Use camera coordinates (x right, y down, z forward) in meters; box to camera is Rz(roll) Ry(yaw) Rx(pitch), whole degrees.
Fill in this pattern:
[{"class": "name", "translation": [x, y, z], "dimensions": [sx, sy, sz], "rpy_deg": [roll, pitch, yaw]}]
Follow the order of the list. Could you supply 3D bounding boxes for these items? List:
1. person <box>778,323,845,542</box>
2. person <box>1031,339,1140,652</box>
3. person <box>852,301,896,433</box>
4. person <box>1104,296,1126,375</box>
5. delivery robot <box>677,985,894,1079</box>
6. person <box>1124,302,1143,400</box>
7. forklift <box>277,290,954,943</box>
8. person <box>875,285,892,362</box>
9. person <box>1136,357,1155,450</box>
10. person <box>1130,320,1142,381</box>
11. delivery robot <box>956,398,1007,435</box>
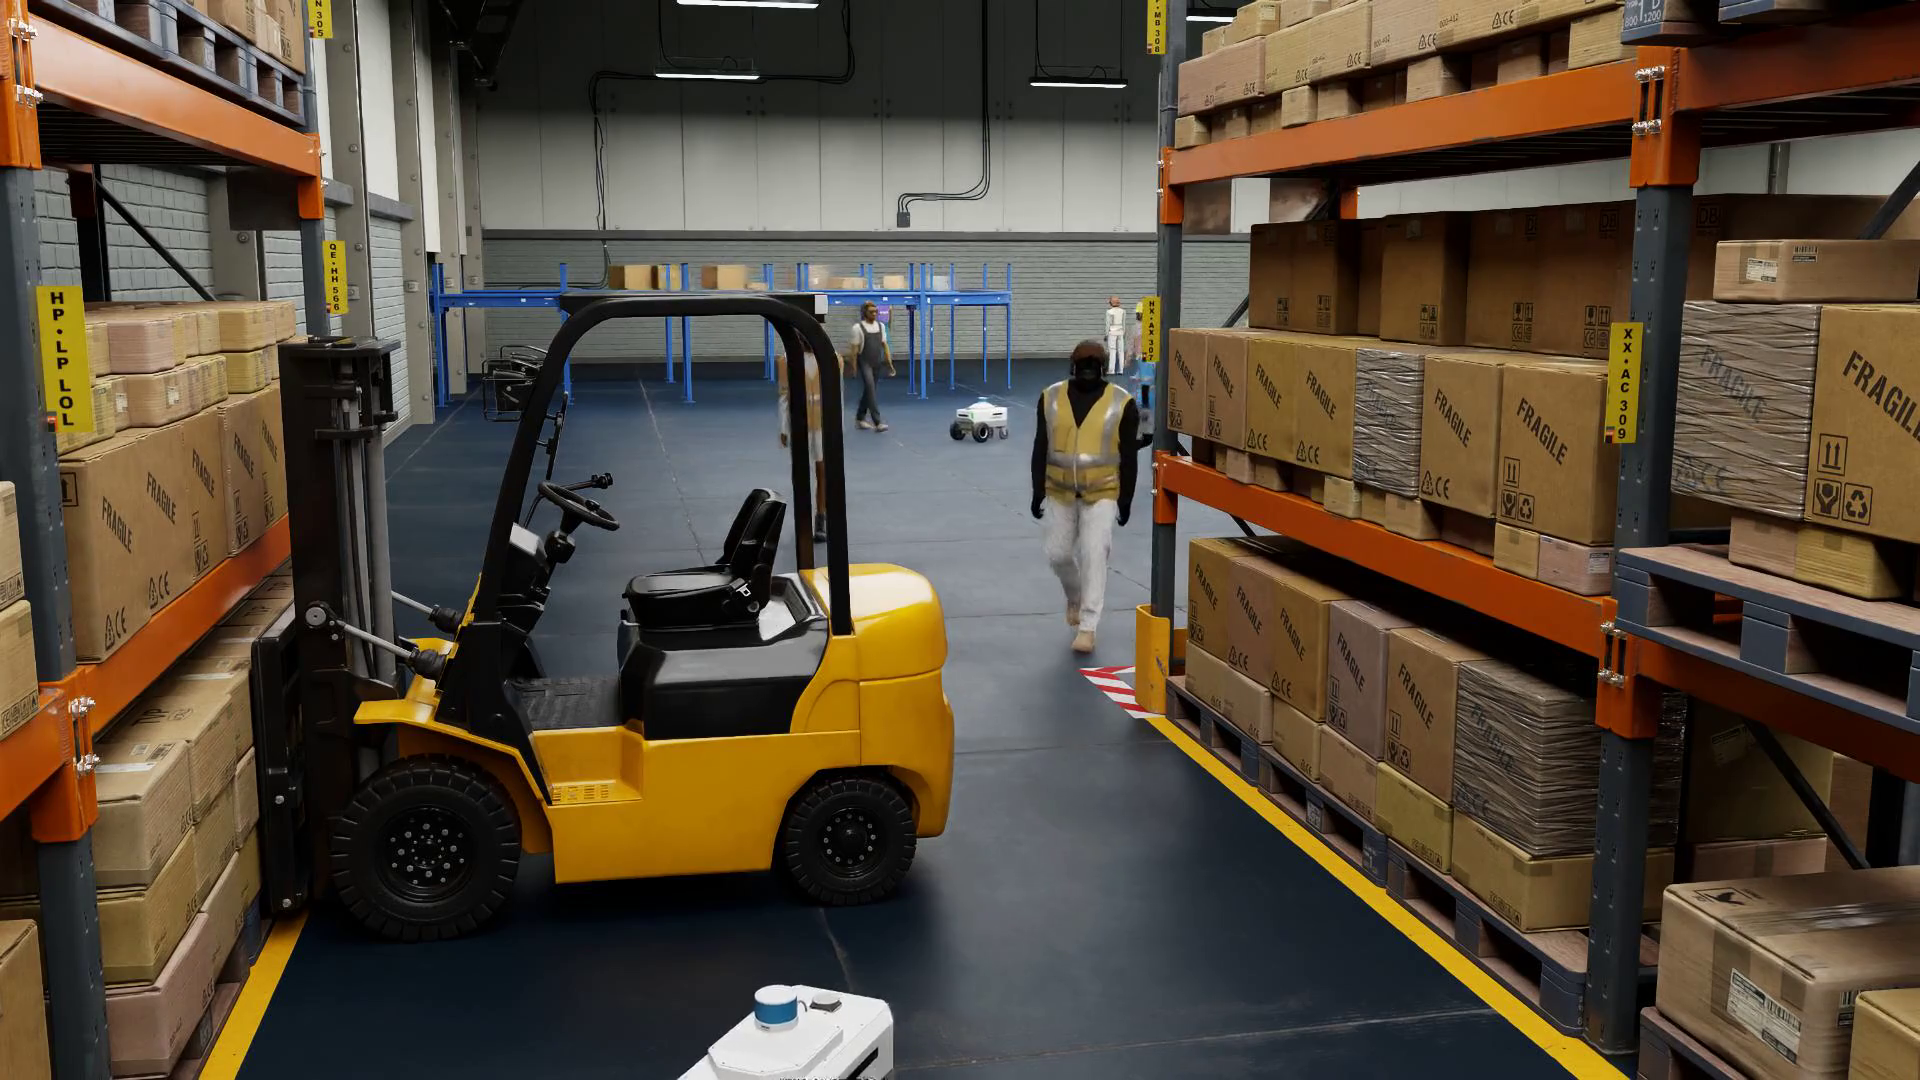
[{"class": "person", "translation": [-1.235, -0.975, 13.882], "dimensions": [0.546, 1.922, 0.654], "rpy_deg": [-1, 9, -7]}, {"class": "person", "translation": [0.746, -0.281, 9.902], "dimensions": [0.643, 1.829, 0.596], "rpy_deg": [3, 10, 18]}, {"class": "person", "translation": [-1.235, -2.392, 22.904], "dimensions": [0.531, 1.798, 0.984], "rpy_deg": [-7, 12, -38]}, {"class": "person", "translation": [3.251, -4.283, 34.875], "dimensions": [0.514, 1.639, 0.311], "rpy_deg": [-6, 11, -31]}, {"class": "delivery robot", "translation": [-0.434, 1.305, 3.957], "dimensions": [0.477, 0.478, 0.707], "rpy_deg": [4, 10, 22]}, {"class": "person", "translation": [2.739, -2.744, 25.253], "dimensions": [0.901, 1.719, 0.548], "rpy_deg": [-5, 10, -27]}, {"class": "forklift", "translation": [-1.179, 0.175, 6.143], "dimensions": [2.313, 2.155, 1.214], "rpy_deg": [-2, 10, -12]}, {"class": "person", "translation": [-1.870, -5.141, 39.504], "dimensions": [0.564, 1.836, 0.403], "rpy_deg": [-6, 11, -32]}, {"class": "person", "translation": [1.904, -1.380, 17.077], "dimensions": [0.687, 1.679, 0.538], "rpy_deg": [4, 10, 23]}, {"class": "person", "translation": [3.659, -3.863, 32.460], "dimensions": [0.884, 1.593, 0.527], "rpy_deg": [9, 13, 43]}, {"class": "delivery robot", "translation": [0.287, -1.624, 21.811], "dimensions": [0.477, 0.478, 0.707], "rpy_deg": [9, 13, 44]}]
